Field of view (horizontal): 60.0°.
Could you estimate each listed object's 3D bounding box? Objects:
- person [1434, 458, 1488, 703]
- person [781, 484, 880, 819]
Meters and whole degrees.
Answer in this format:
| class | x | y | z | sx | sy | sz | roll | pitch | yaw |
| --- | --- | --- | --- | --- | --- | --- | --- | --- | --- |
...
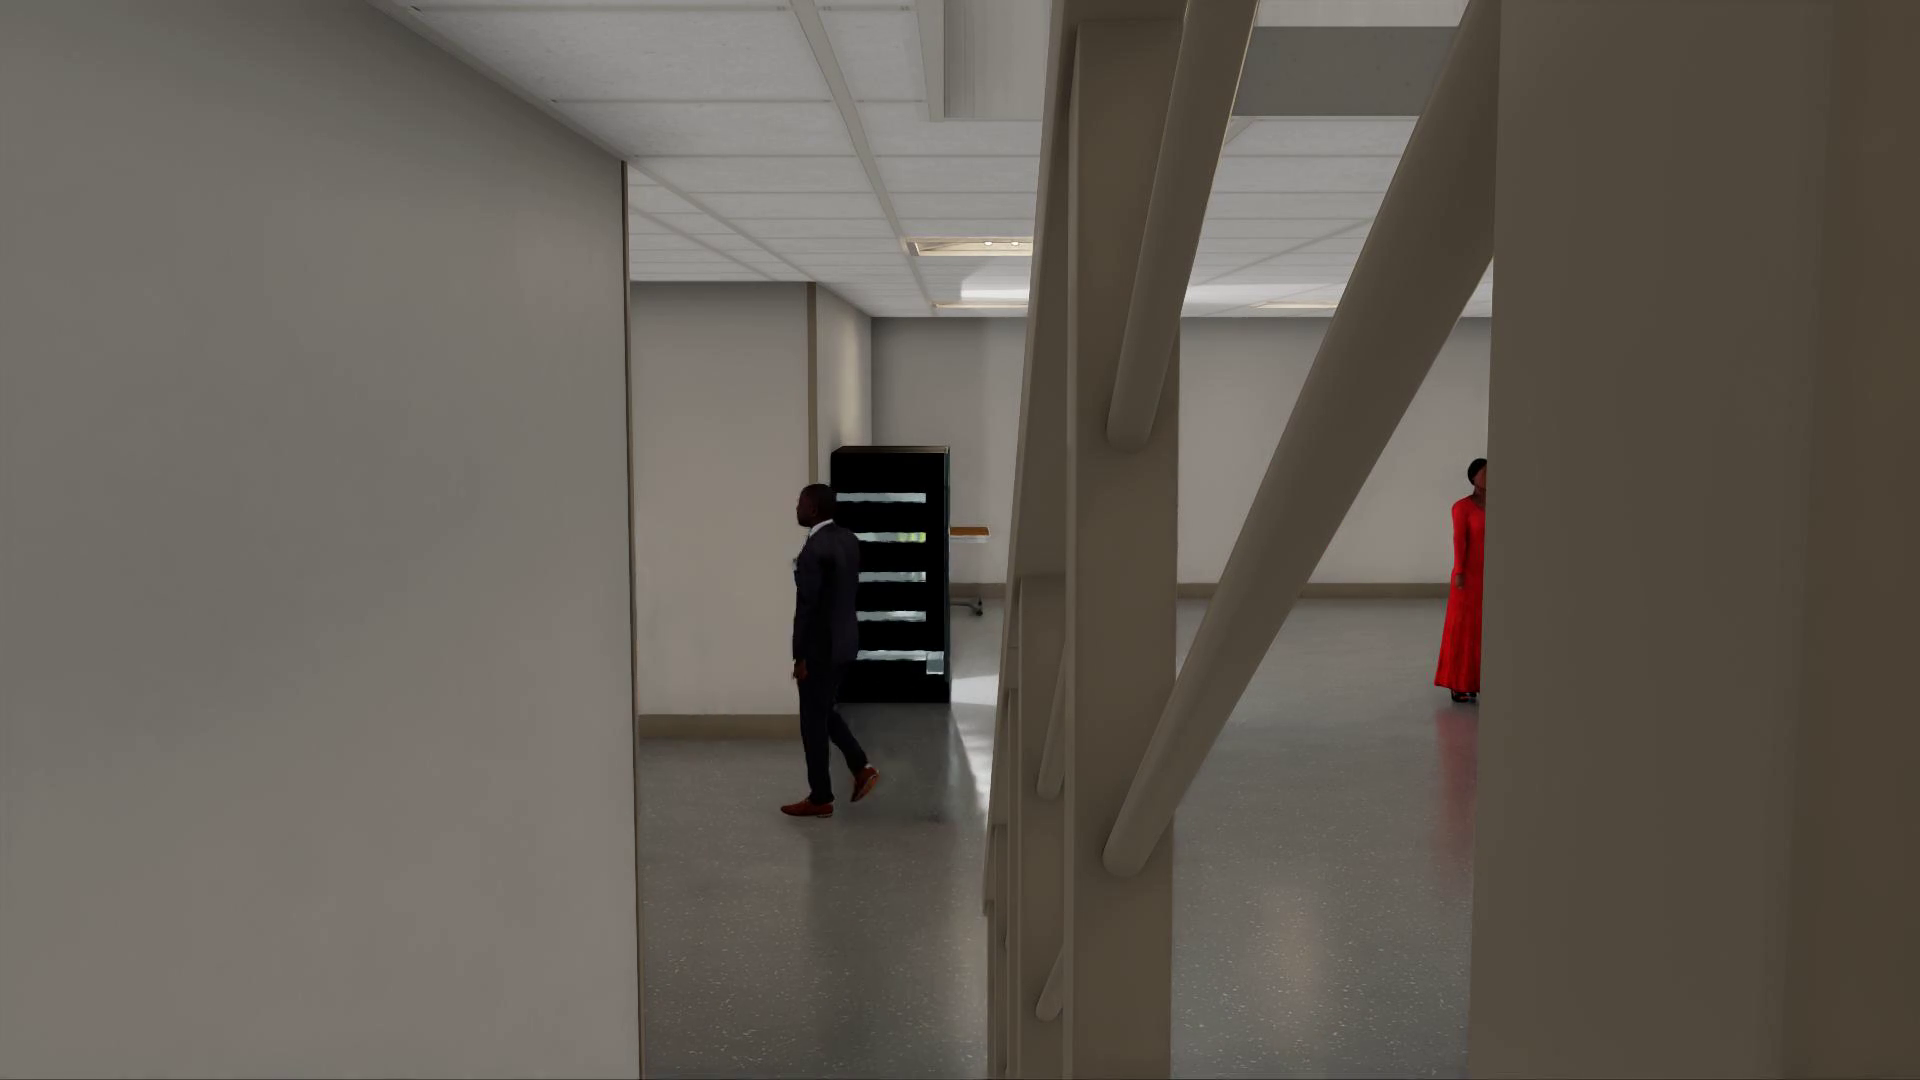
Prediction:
| class | x | y | z | sx | sy | sz | roll | pitch | yaw |
| --- | --- | --- | --- | --- | --- | --- | --- | --- | --- |
| person | 3.785 | 0.292 | 12.186 | 0.721 | 1.785 | 0.738 | -2 | 6 | -23 |
| person | -0.656 | 0.605 | 8.959 | 0.904 | 1.807 | 0.833 | 2 | 6 | 22 |
